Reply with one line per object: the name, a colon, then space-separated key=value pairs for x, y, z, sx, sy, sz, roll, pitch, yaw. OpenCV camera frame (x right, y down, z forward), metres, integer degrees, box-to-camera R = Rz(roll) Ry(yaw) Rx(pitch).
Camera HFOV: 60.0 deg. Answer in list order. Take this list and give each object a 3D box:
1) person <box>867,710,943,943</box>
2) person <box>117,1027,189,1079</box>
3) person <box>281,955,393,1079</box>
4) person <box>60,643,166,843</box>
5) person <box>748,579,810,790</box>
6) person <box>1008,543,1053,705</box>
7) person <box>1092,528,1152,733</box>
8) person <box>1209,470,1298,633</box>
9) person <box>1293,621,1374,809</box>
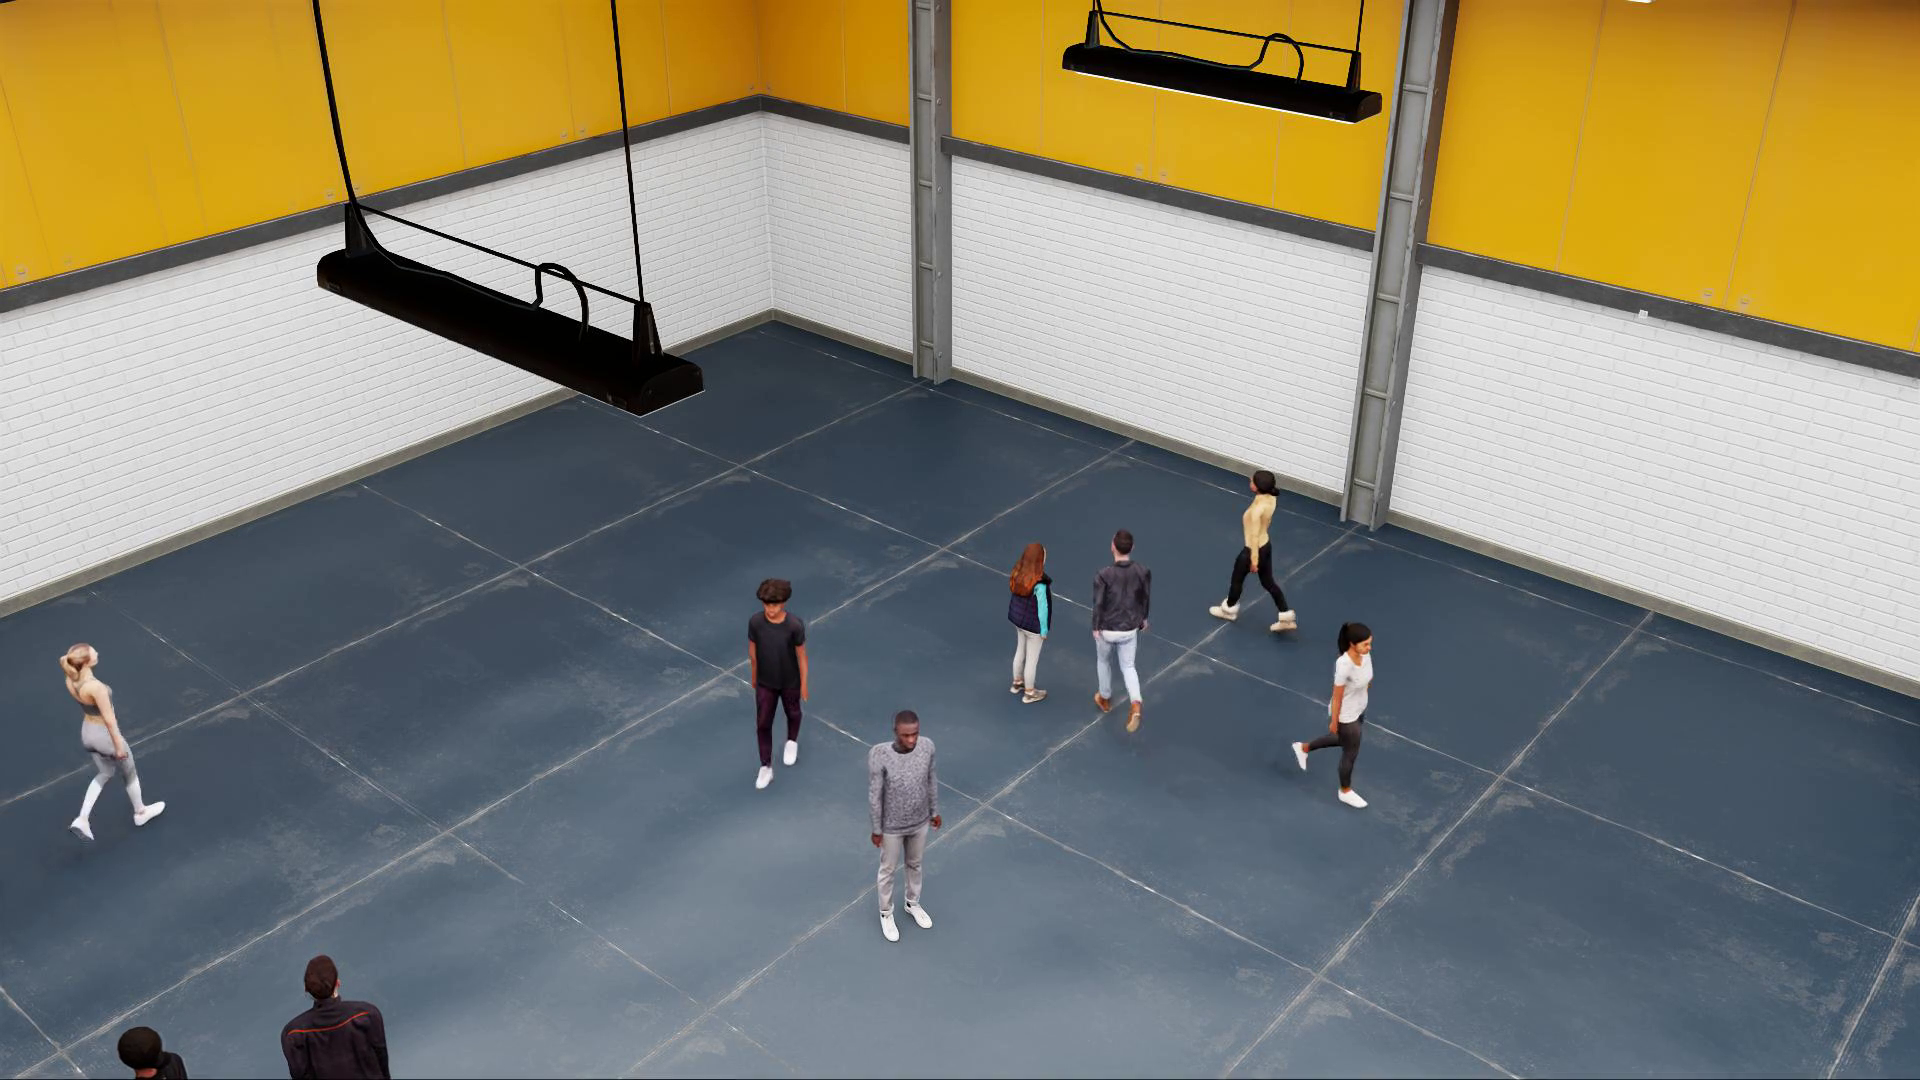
person: x=-0.401 y=1.951 z=11.651 sx=0.753 sy=1.838 sz=0.695 roll=-14 pitch=31 yaw=-23
person: x=-4.396 y=3.350 z=9.256 sx=0.683 sy=1.675 sz=0.680 roll=5 pitch=29 yaw=10
person: x=-3.465 y=3.122 z=9.423 sx=0.776 sy=1.914 sz=0.757 roll=-12 pitch=31 yaw=-21
person: x=-6.535 y=1.546 z=12.550 sx=0.946 sy=1.687 sz=0.790 roll=13 pitch=31 yaw=22
person: x=-1.442 y=1.048 z=13.392 sx=1.008 sy=1.755 sz=1.025 roll=2 pitch=29 yaw=3
person: x=0.594 y=0.696 z=14.305 sx=0.699 sy=1.498 sz=0.603 roll=-16 pitch=32 yaw=-27
person: x=1.342 y=0.770 z=13.840 sx=1.014 sy=1.814 sz=1.146 roll=-8 pitch=30 yaw=-14
person: x=2.800 y=0.128 z=15.213 sx=1.091 sy=1.626 sz=0.594 roll=21 pitch=35 yaw=34
person: x=2.961 y=1.316 z=13.035 sx=0.935 sy=1.626 sz=0.588 roll=20 pitch=34 yaw=32
